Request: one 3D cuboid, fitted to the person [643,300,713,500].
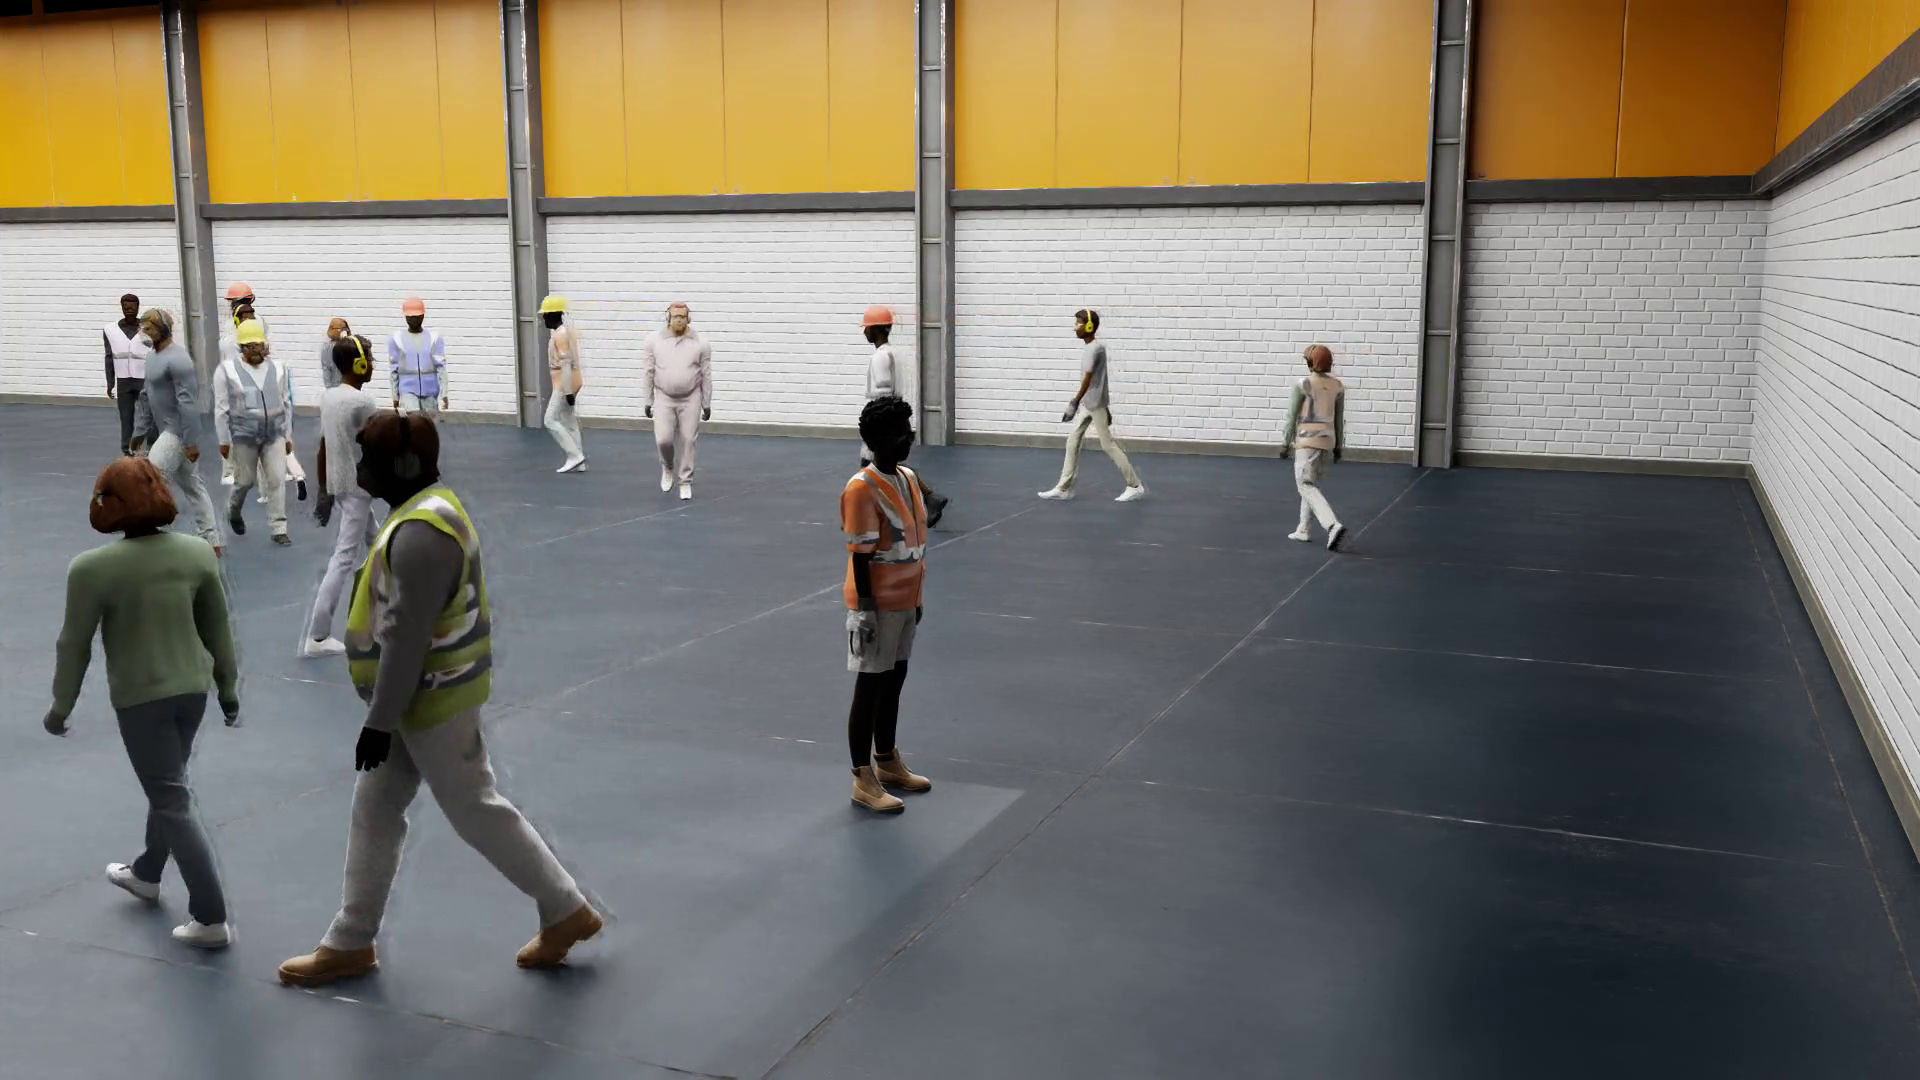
[{"bbox_3d":[-2.678,-1.328,15.816,0.658,1.890,0.458,-2,9,-9],"label":"person"}]

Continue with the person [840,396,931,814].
[{"bbox_3d":[-0.299,0.255,6.838,0.315,1.696,0.541,4,10,21],"label":"person"}]

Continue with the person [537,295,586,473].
[{"bbox_3d":[-4.226,-1.641,17.703,0.457,1.910,0.588,-1,9,-5],"label":"person"}]

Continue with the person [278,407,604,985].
[{"bbox_3d":[-1.613,0.485,5.162,0.960,1.805,0.636,-4,10,-22],"label":"person"}]

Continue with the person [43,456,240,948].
[{"bbox_3d":[-2.710,0.525,5.501,0.820,1.595,0.513,5,10,26],"label":"person"}]

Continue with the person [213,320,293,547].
[{"bbox_3d":[-5.639,-0.856,13.264,0.594,1.806,0.774,-8,13,-42],"label":"person"}]

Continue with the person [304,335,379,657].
[{"bbox_3d":[-3.418,-0.267,9.632,0.977,1.820,0.519,-9,13,-43],"label":"person"}]

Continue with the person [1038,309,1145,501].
[{"bbox_3d":[1.284,-1.262,15.685,0.996,1.823,0.503,-1,9,-5],"label":"person"}]

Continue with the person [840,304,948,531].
[{"bbox_3d":[-0.558,-0.997,13.799,0.829,1.914,0.553,2,10,10],"label":"person"}]

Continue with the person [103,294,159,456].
[{"bbox_3d":[-9.079,-1.748,18.324,0.596,1.917,0.409,-3,10,-17],"label":"person"}]

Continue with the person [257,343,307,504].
[{"bbox_3d":[-6.358,-1.103,15.344,0.528,1.613,0.654,-9,13,-42],"label":"person"}]

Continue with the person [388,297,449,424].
[{"bbox_3d":[-5.407,-1.469,16.666,0.548,1.908,0.843,-4,10,-22],"label":"person"}]

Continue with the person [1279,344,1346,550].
[{"bbox_3d":[2.826,-0.737,13.112,0.518,1.613,0.730,-6,11,-31],"label":"person"}]

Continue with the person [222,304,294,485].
[{"bbox_3d":[-7.112,-1.449,16.752,0.885,1.826,0.536,3,10,16],"label":"person"}]

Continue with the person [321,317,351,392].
[{"bbox_3d":[-7.057,-1.718,18.982,0.276,1.633,0.507,4,10,21],"label":"person"}]

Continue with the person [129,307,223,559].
[{"bbox_3d":[-5.934,-0.750,12.276,0.888,1.901,0.642,-7,11,-35],"label":"person"}]

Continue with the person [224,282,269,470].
[{"bbox_3d":[-7.759,-1.771,18.065,0.373,2.043,0.614,2,10,12],"label":"person"}]
